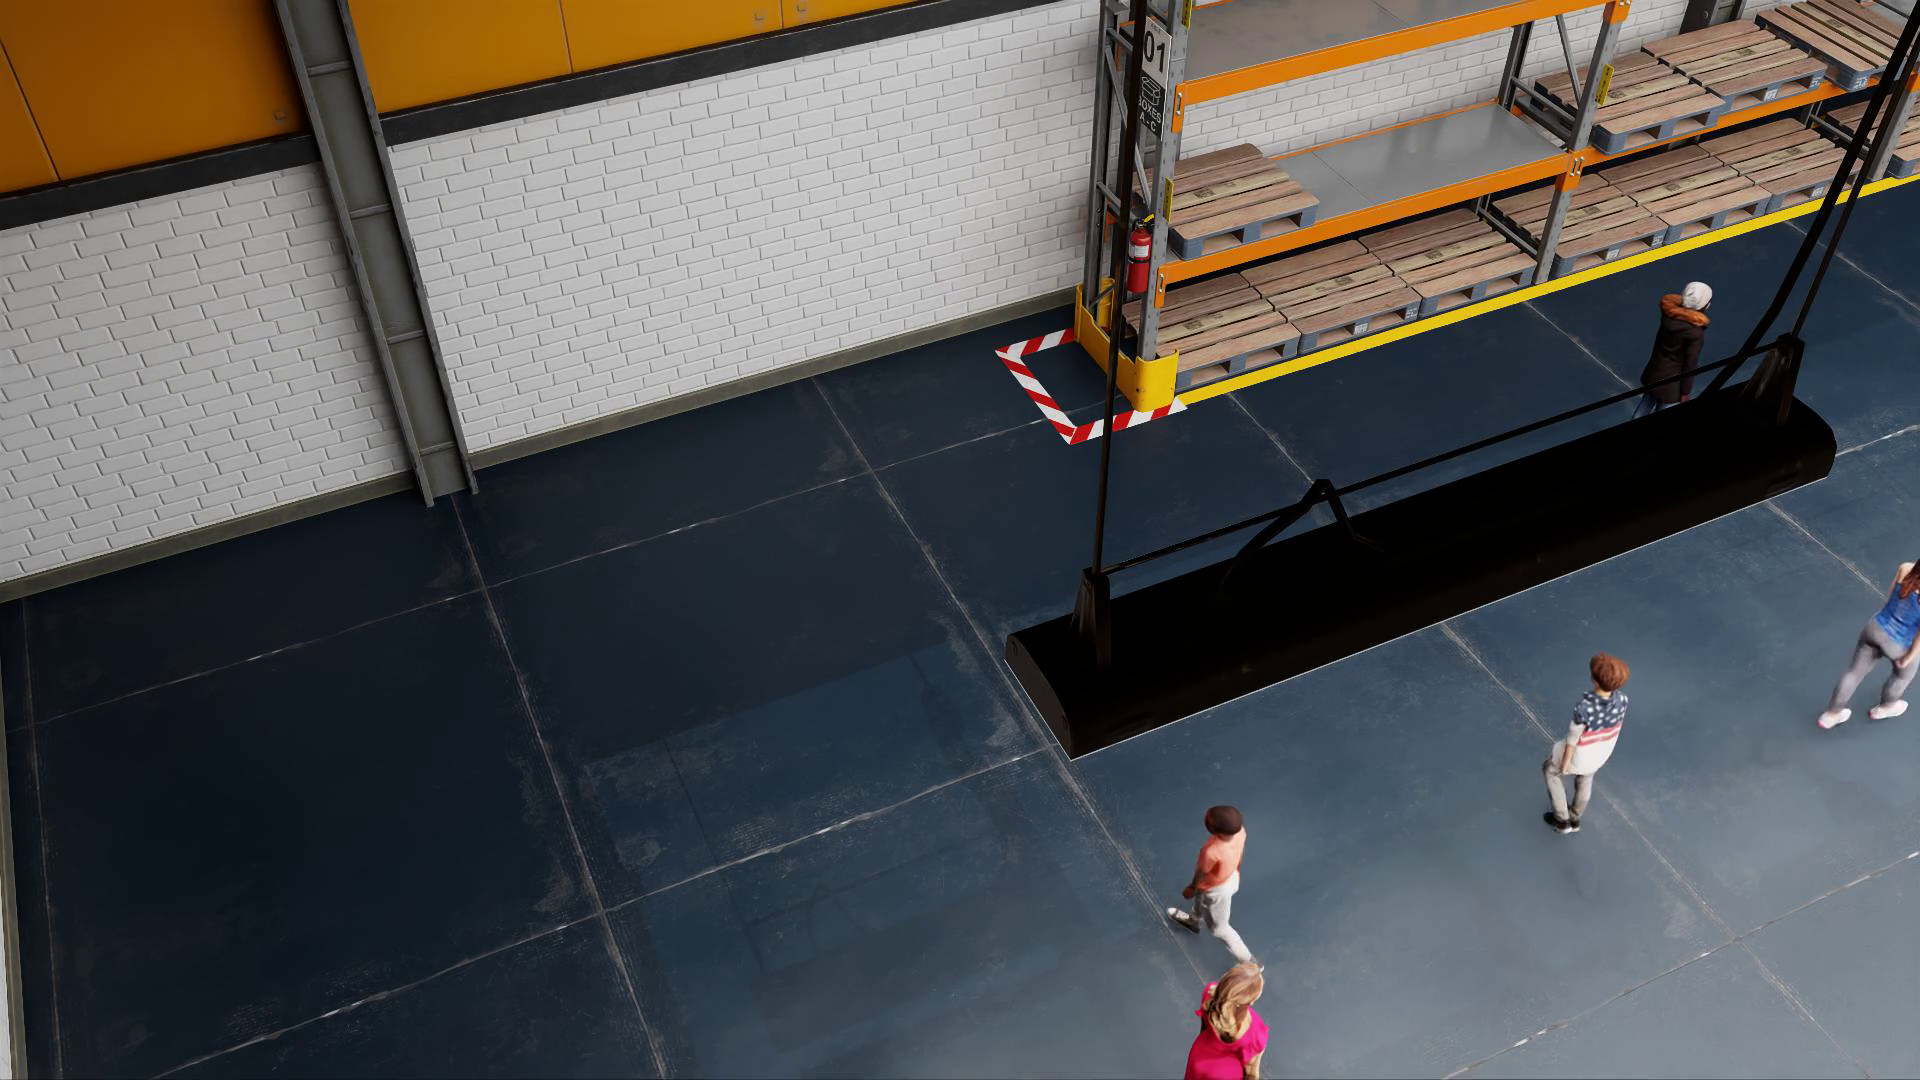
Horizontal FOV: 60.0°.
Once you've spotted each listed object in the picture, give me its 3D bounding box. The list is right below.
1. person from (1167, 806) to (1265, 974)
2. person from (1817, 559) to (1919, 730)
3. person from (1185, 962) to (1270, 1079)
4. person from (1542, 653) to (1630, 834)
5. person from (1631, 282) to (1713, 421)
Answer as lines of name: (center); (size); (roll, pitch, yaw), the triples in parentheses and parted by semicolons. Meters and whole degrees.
person: (1.485, 1.952, 9.258); (0.771, 1.287, 0.900); (31, 52, 29)
person: (5.789, 0.636, 10.422); (0.813, 1.587, 0.555); (-19, 47, -19)
person: (1.277, 2.626, 8.236); (0.606, 1.721, 0.622); (-28, 50, -26)
person: (3.750, 1.279, 9.865); (0.564, 1.424, 0.621); (-9, 44, -9)
person: (5.258, -1.227, 12.344); (0.667, 1.634, 0.674); (-10, 45, -10)
